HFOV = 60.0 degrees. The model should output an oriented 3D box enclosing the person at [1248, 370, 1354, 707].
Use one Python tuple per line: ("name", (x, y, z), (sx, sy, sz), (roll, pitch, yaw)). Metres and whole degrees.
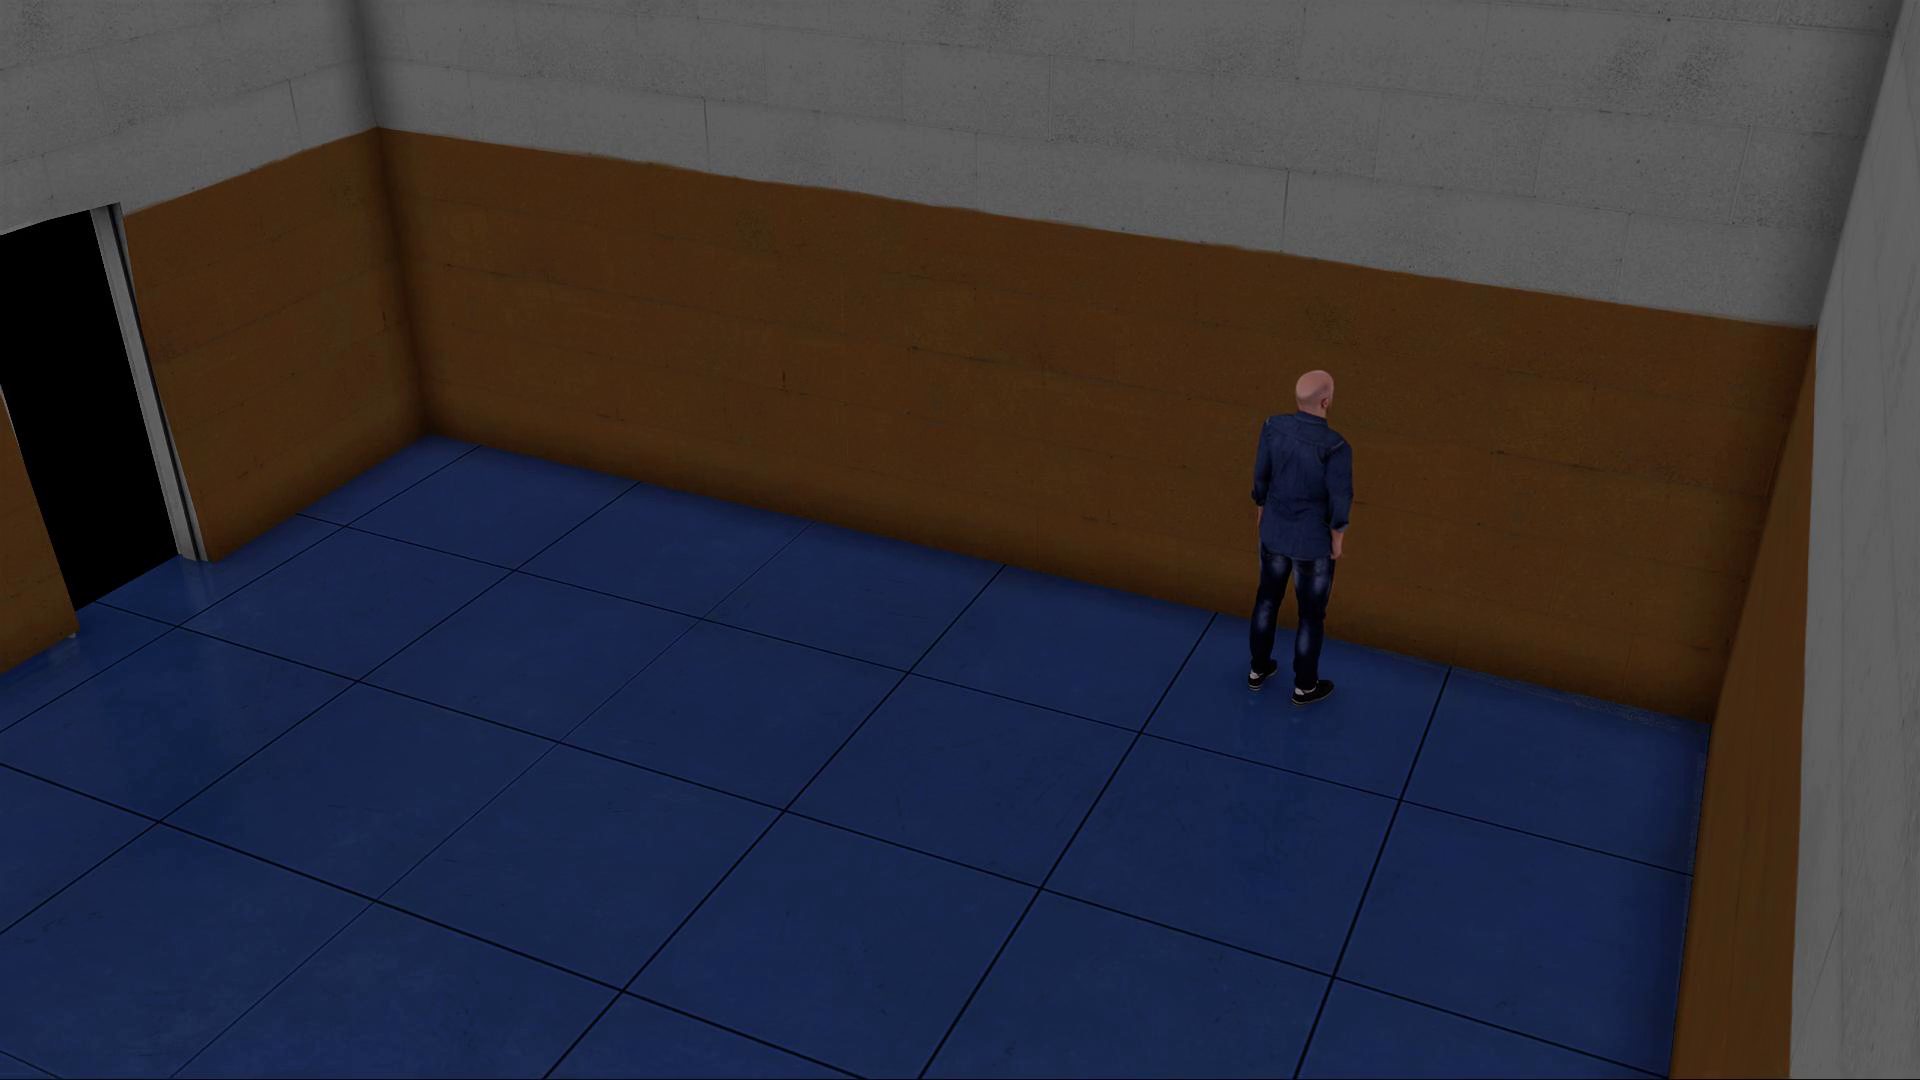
("person", (1.733, -0.012, 8.499), (0.643, 1.825, 0.835), (24, 36, 36))
